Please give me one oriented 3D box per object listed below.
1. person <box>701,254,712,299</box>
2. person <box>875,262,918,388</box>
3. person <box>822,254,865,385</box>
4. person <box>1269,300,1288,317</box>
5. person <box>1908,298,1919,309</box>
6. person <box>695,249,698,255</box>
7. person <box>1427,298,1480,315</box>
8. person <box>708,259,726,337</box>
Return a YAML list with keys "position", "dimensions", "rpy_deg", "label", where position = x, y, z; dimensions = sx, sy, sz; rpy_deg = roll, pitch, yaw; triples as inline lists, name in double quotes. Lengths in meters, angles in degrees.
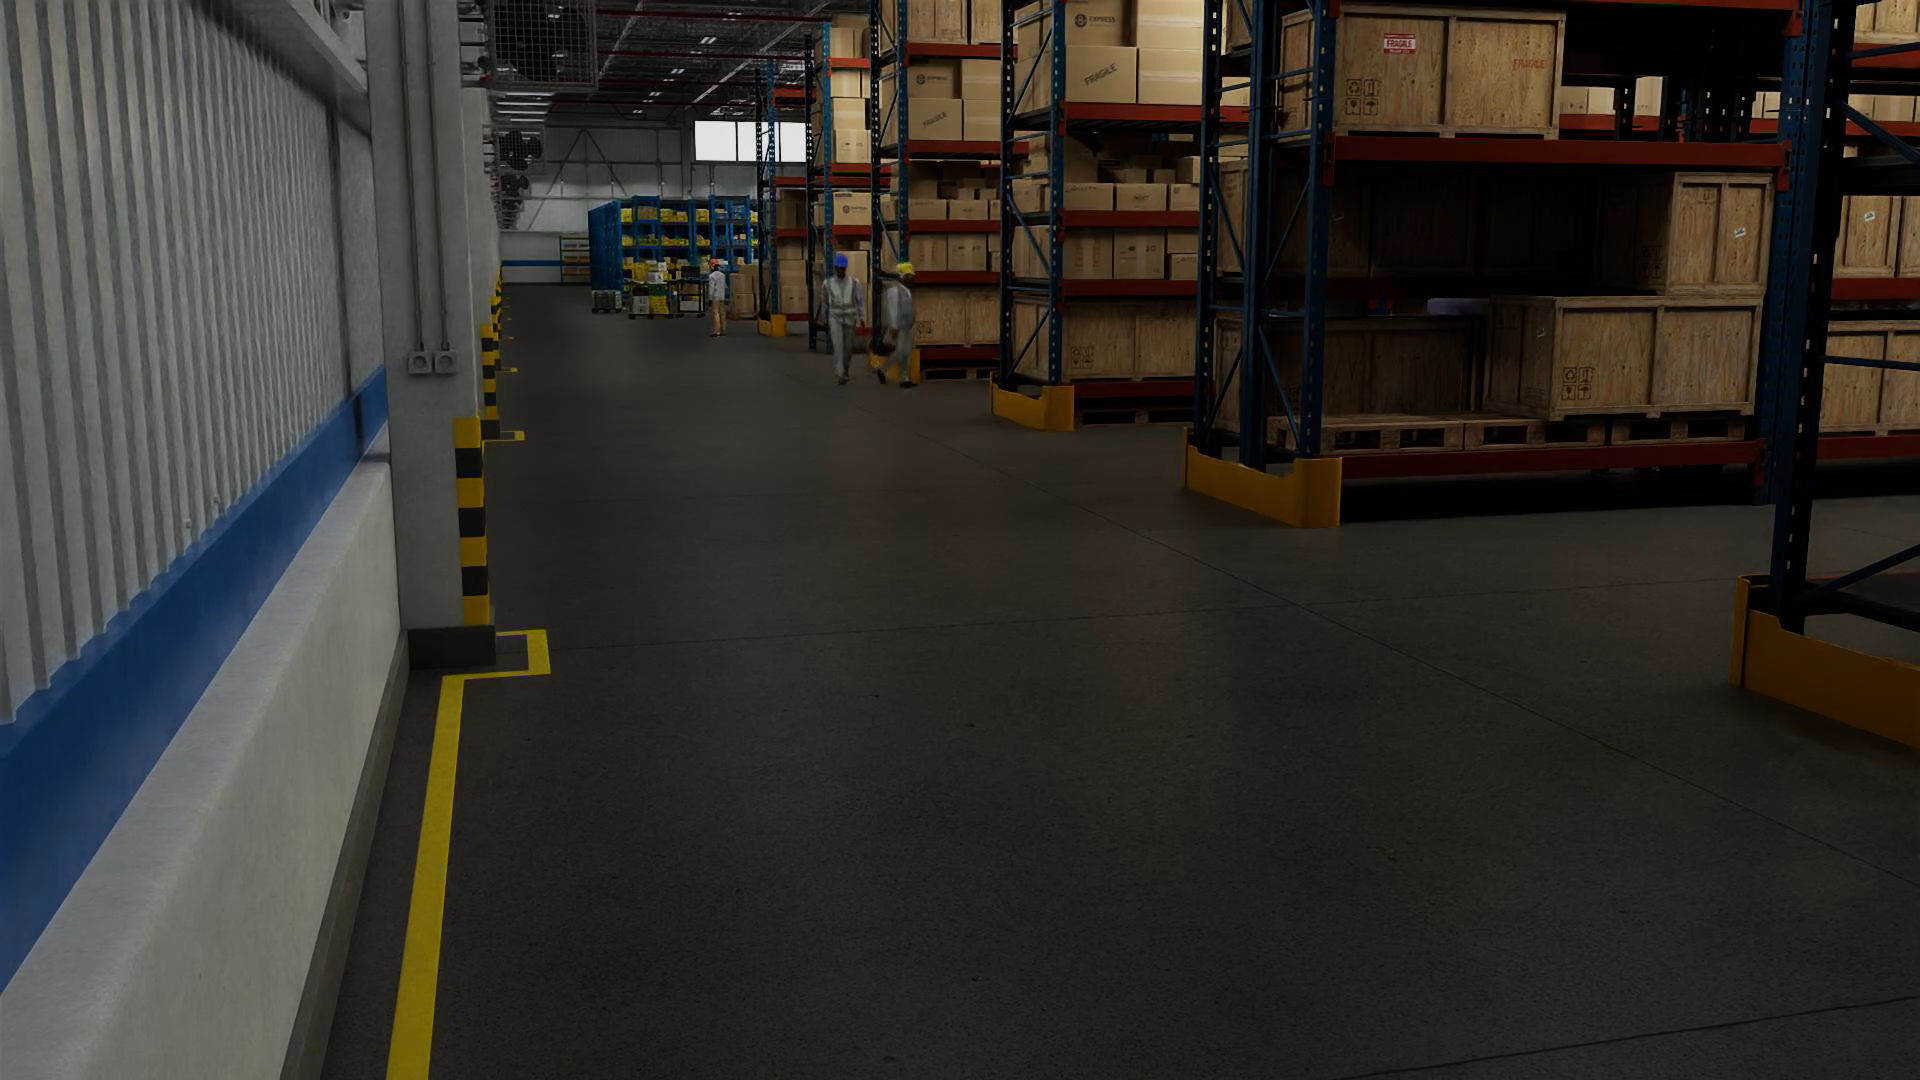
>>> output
- position: [-8.575, -8.743, 55.983]
  dimensions: [0.801, 1.794, 0.610]
  rpy_deg: [-6, 11, -29]
  label: "person"
- position: [-0.872, -3.053, 23.711]
  dimensions: [0.501, 1.804, 0.600]
  rpy_deg: [4, 11, 21]
  label: "person"
- position: [-1.742, -3.269, 24.629]
  dimensions: [0.627, 1.917, 0.895]
  rpy_deg: [-2, 10, -11]
  label: "person"
- position: [3.131, -1.702, 16.535]
  dimensions: [0.307, 1.637, 0.512]
  rpy_deg: [7, 12, 34]
  label: "person"
- position: [10.664, -2.087, 18.447]
  dimensions: [0.398, 1.717, 0.499]
  rpy_deg: [-2, 10, -12]
  label: "person"
- position: [-10.727, -10.954, 67.936]
  dimensions: [0.611, 1.985, 0.393]
  rpy_deg: [-1, 10, -5]
  label: "person"
- position: [4.660, -1.689, 15.764]
  dimensions: [1.022, 1.896, 0.635]
  rpy_deg: [-4, 11, -19]
  label: "person"
- position: [-5.467, -5.410, 37.224]
  dimensions: [0.346, 1.741, 0.563]
  rpy_deg: [5, 11, 26]
  label: "person"
